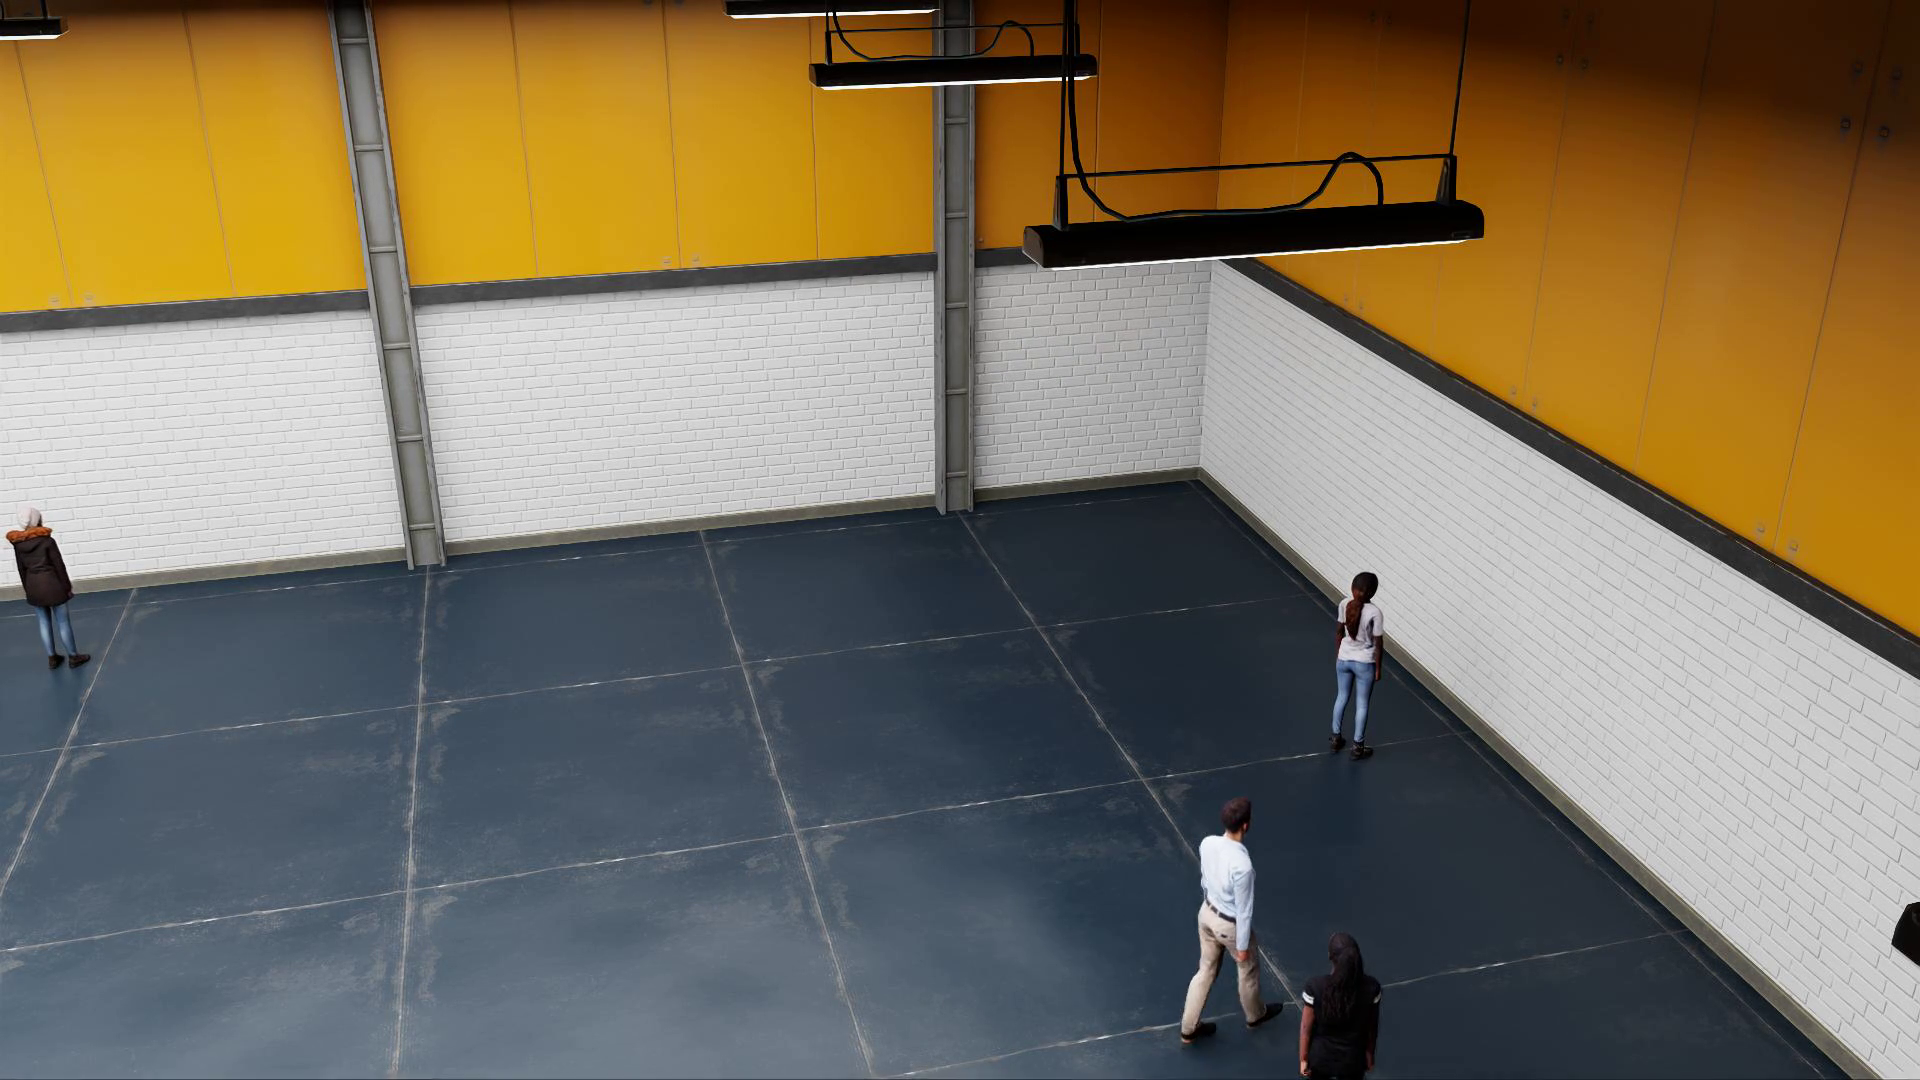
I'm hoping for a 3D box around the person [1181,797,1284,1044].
[{"bbox_3d":[1.681,2.518,10.831,1.129,1.821,0.889,-15,28,-31],"label":"person"}]

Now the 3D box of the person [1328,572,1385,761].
[{"bbox_3d":[3.410,1.059,14.295,0.663,1.719,0.675,21,31,39],"label":"person"}]

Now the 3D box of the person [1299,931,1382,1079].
[{"bbox_3d":[2.217,3.068,9.707,1.026,1.713,0.908,3,24,6],"label":"person"}]

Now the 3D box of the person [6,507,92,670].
[{"bbox_3d":[-8.670,0.455,15.781,0.637,1.636,0.758,1,24,3],"label":"person"}]
